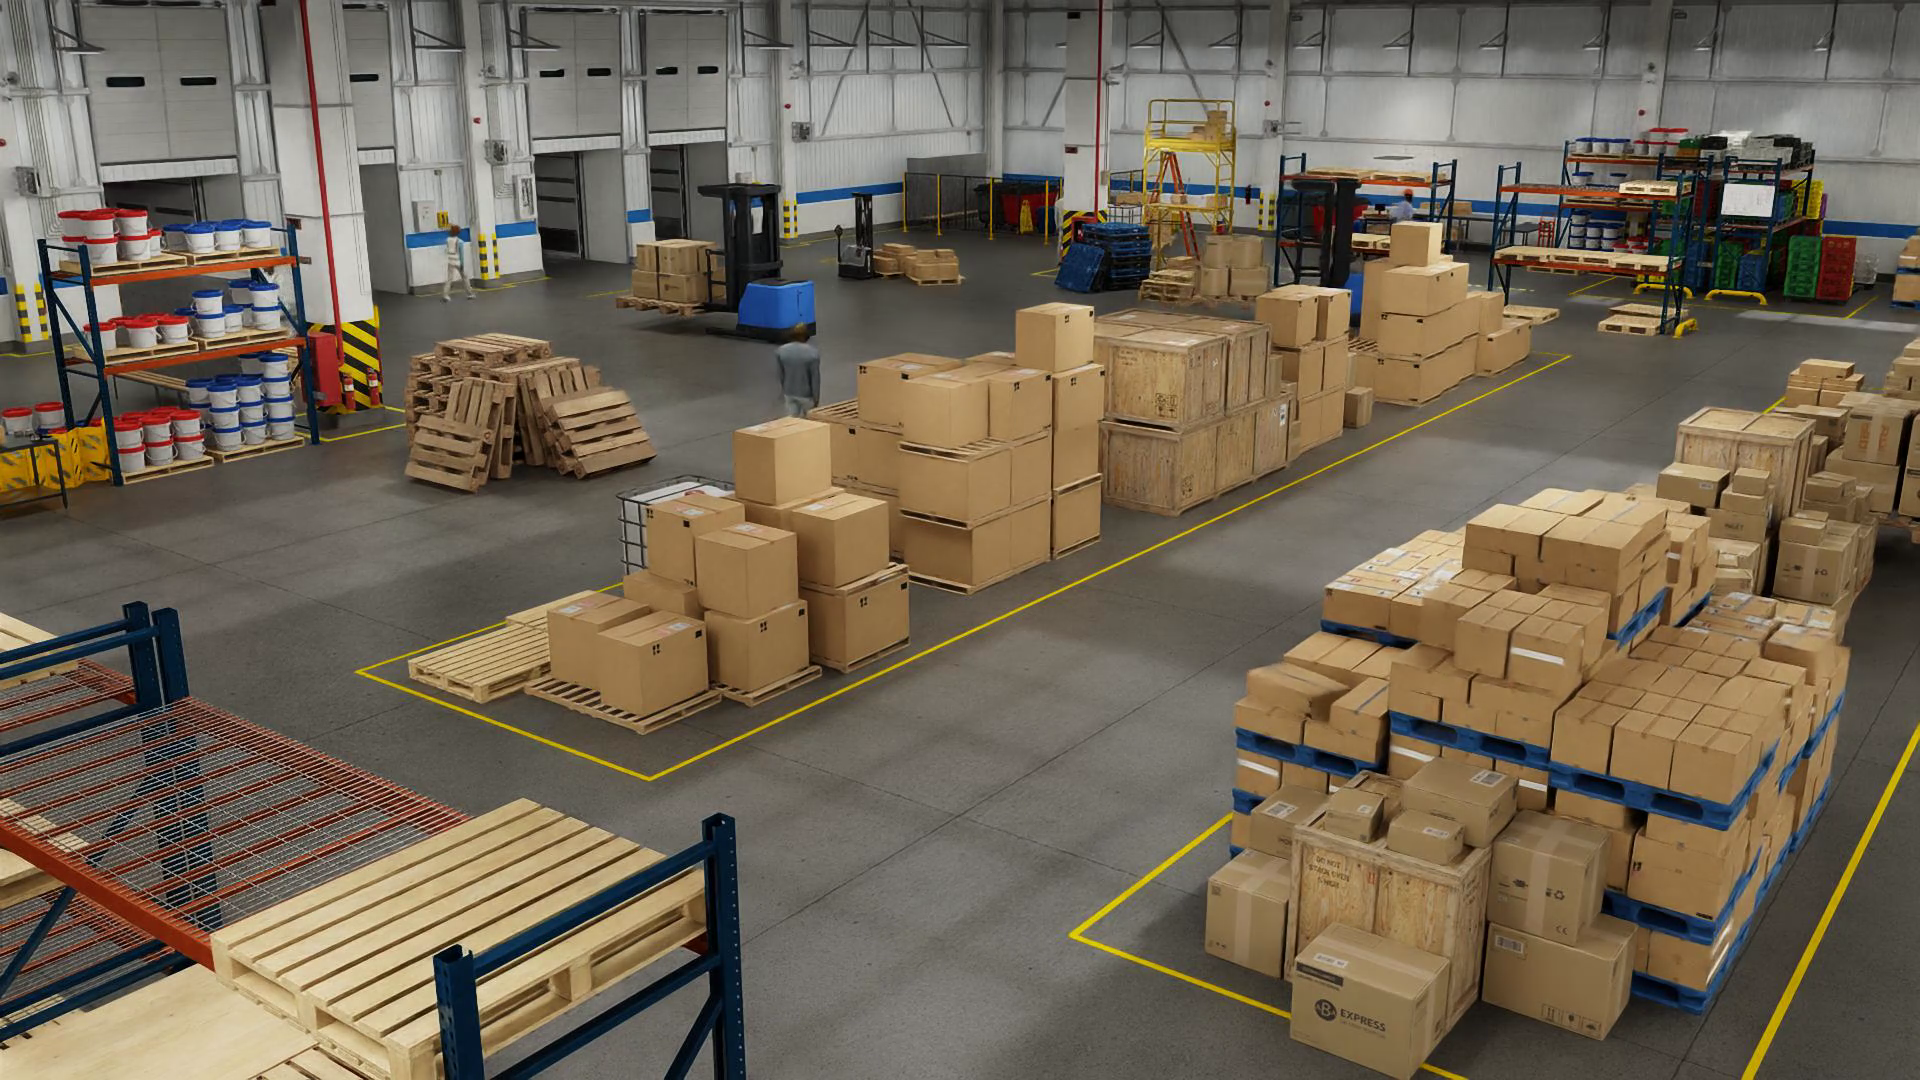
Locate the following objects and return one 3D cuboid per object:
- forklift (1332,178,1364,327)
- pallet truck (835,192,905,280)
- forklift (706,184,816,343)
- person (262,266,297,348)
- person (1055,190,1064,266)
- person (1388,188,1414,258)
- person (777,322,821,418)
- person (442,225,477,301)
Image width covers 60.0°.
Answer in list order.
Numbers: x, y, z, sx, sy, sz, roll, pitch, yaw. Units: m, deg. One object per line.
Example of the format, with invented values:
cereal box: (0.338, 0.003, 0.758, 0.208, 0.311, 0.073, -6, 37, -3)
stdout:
forklift: (7.425, -5.569, 32.214, 1.873, 2.768, 1.129, 3, 17, 10)
pallet truck: (-1.936, -7.159, 38.982, 1.885, 1.965, 0.823, -12, 21, -34)
forklift: (-3.717, -5.181, 30.929, 1.873, 2.768, 1.129, 12, 21, 35)
person: (-11.740, -3.987, 28.730, 0.657, 1.862, 0.584, -13, 21, -38)
person: (2.616, -7.679, 40.803, 0.636, 1.939, 0.363, 12, 21, 35)
person: (10.891, -7.673, 40.822, 0.587, 1.912, 0.597, -4, 17, -14)
person: (-2.048, -1.898, 21.707, 0.650, 1.907, 0.800, 6, 18, 19)
person: (-10.788, -5.914, 35.538, 0.519, 1.599, 0.853, 9, 19, 27)
